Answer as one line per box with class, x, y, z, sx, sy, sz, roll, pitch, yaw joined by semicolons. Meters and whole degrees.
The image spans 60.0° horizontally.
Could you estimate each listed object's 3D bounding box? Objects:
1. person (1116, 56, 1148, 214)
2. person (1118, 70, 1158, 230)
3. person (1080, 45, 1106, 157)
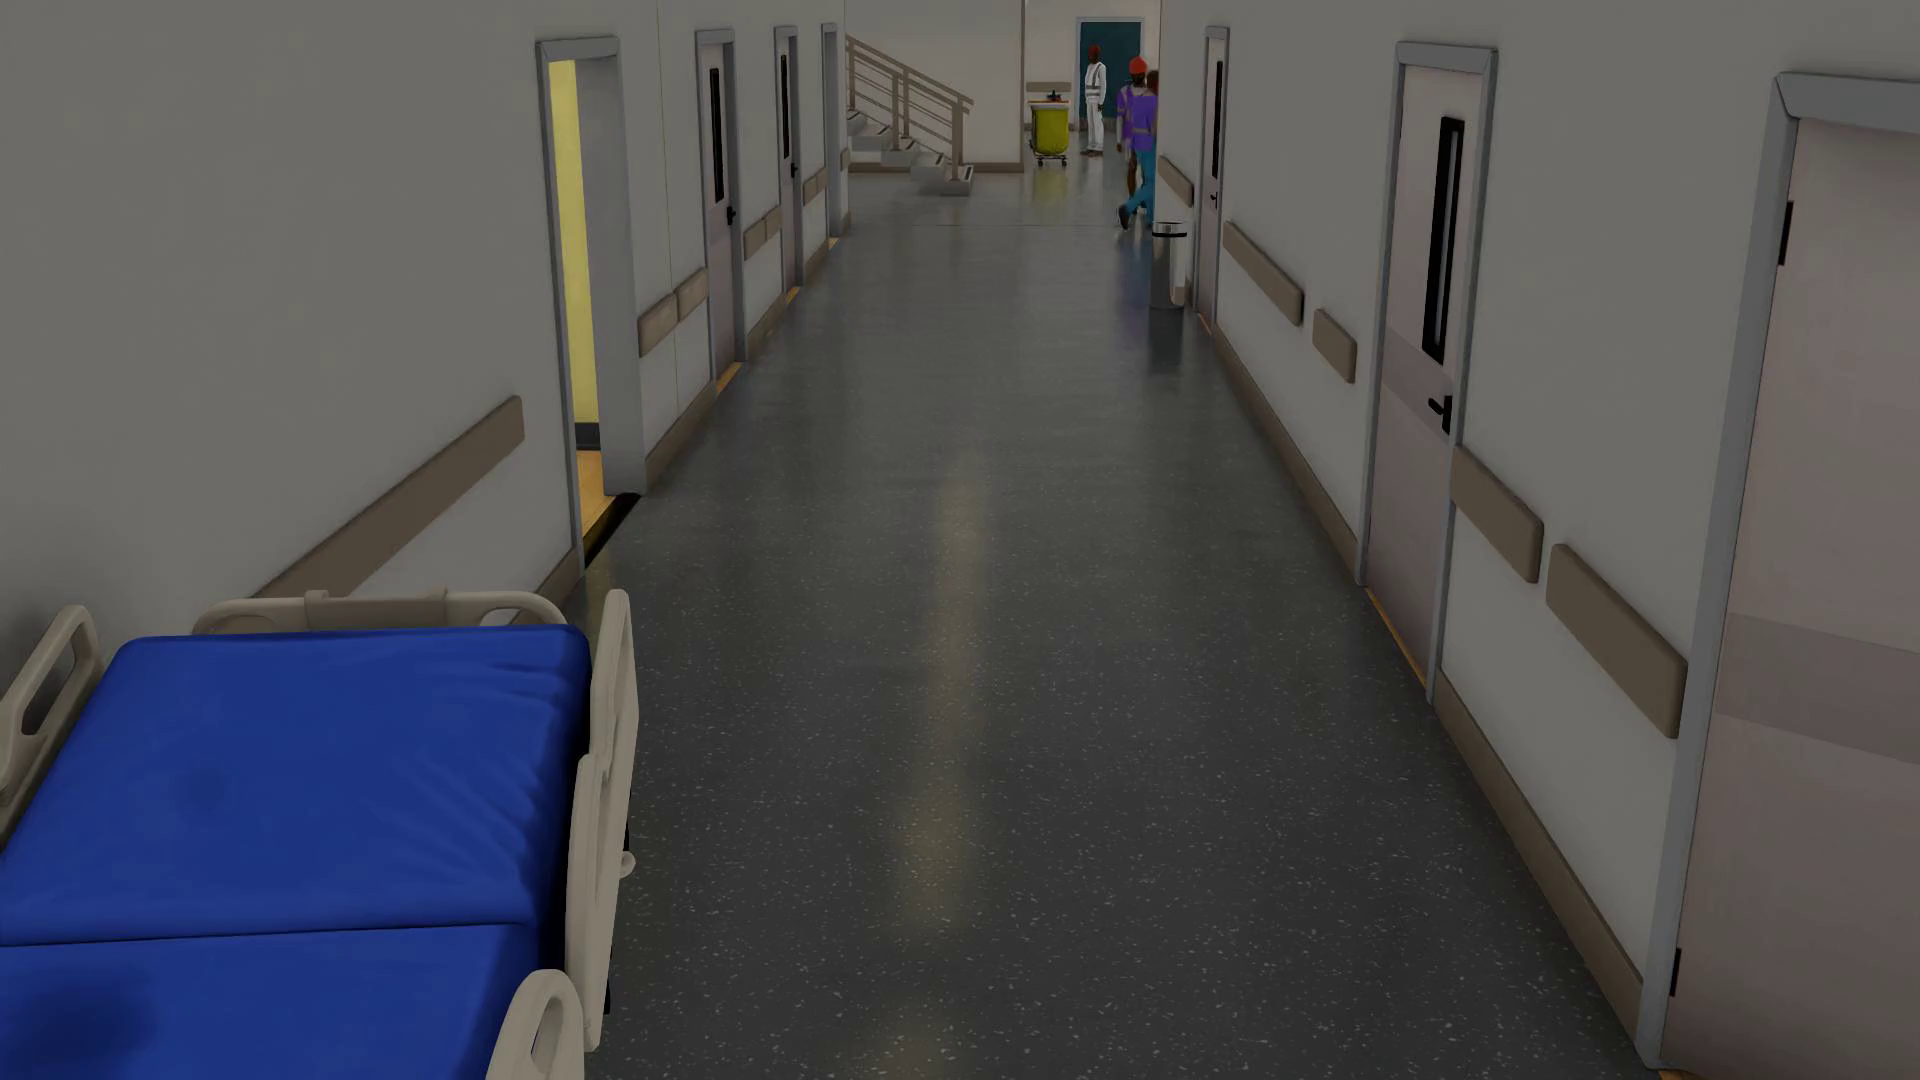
person;2.222;-5.024;20.682;0.569;1.916;0.538;4;18;14
person;2.129;-4.461;19.076;0.756;1.817;0.574;-11;21;-30
person;2.334;-7.627;28.918;0.340;1.882;0.586;-7;19;-21
